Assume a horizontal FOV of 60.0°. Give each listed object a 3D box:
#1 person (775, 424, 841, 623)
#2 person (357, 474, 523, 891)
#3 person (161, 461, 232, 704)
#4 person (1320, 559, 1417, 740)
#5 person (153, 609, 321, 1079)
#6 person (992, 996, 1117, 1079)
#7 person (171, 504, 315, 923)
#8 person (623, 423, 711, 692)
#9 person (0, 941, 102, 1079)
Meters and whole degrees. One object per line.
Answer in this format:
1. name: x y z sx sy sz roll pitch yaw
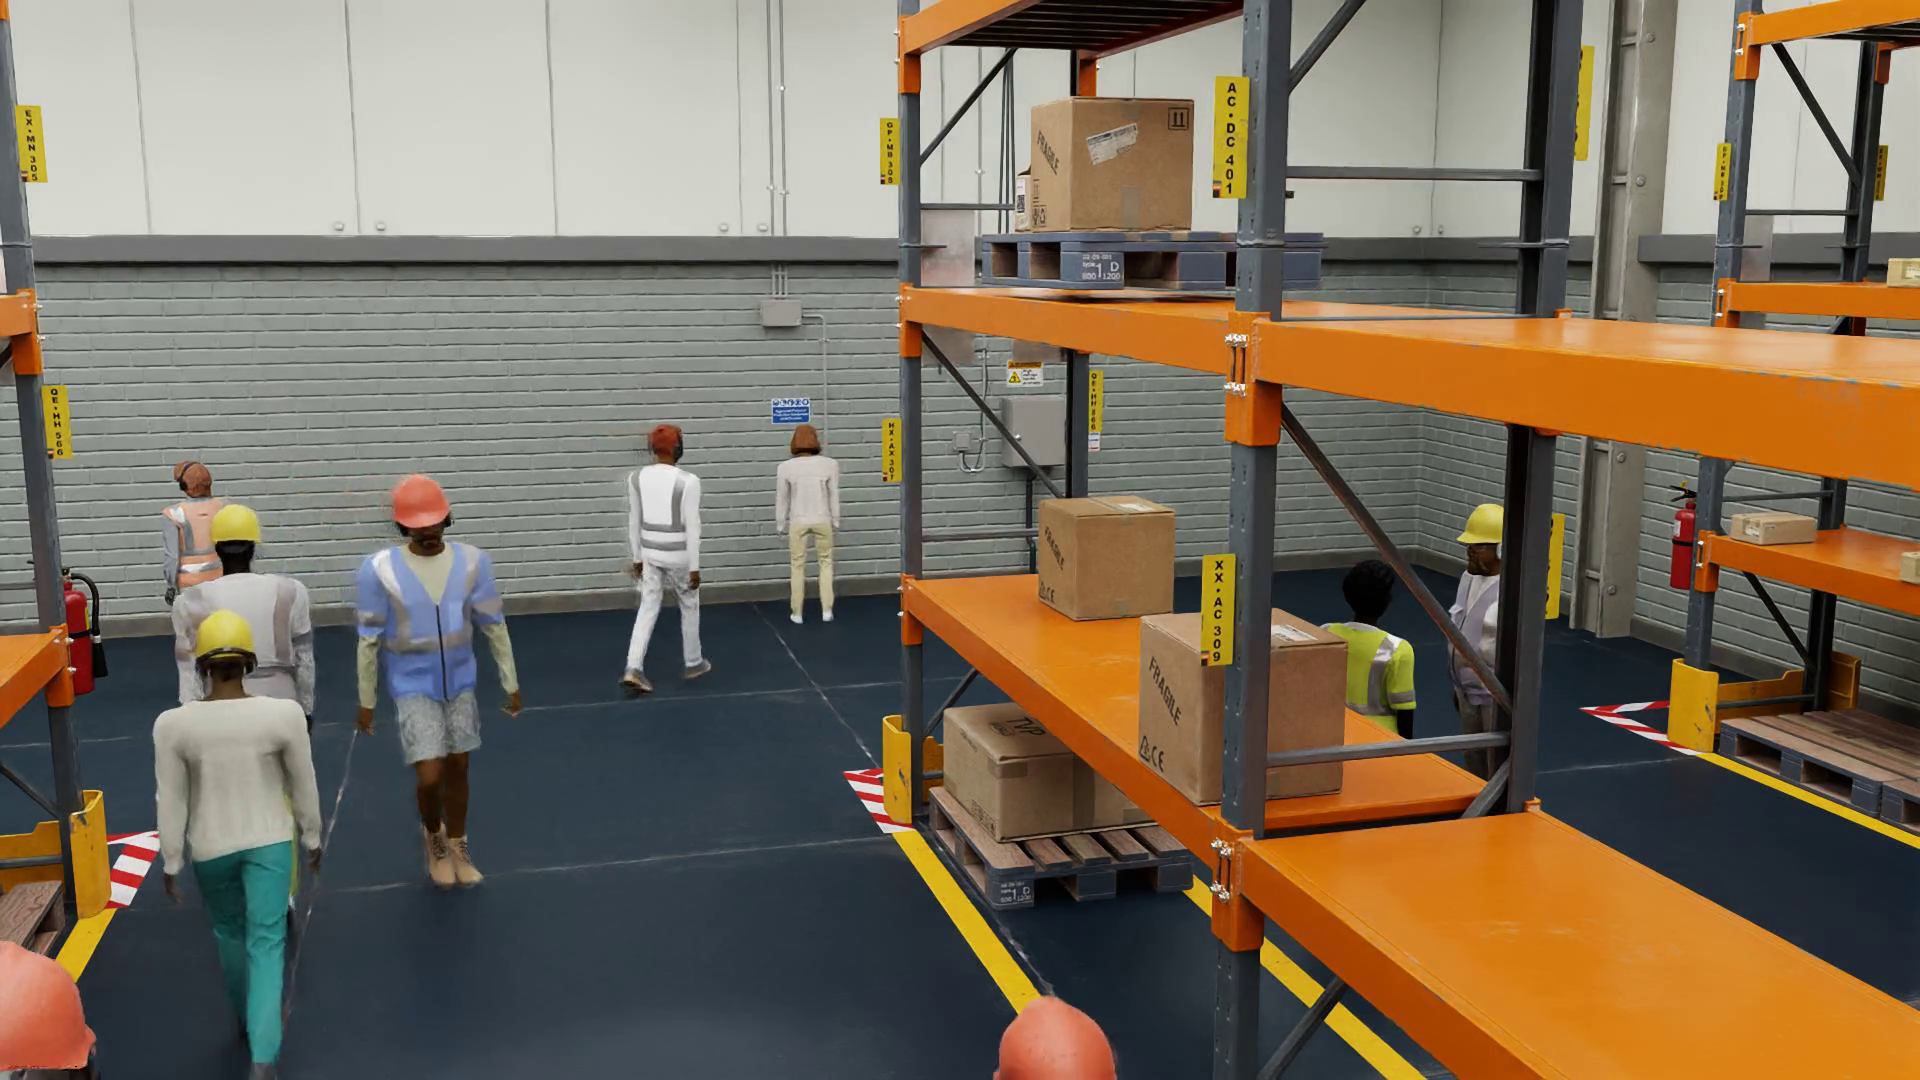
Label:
1. person: -1.226 -0.124 13.464 0.528 1.626 0.309 -1 10 -7
2. person: -2.415 0.680 7.755 0.745 2.014 0.509 -7 12 -36
3. person: -5.036 0.288 11.063 0.307 1.645 0.514 7 12 33
4. person: 1.760 0.922 7.295 0.316 1.695 0.542 -9 14 -42
5. person: -2.635 1.116 6.096 0.541 1.728 0.895 -3 10 -18
6. person: 0.181 1.656 2.998 0.585 1.732 0.405 -3 10 -15
7. person: -3.231 0.786 7.580 0.588 1.887 0.951 -4 11 -23
8. person: -2.047 0.117 11.471 0.584 1.849 0.935 4 11 21
9. person: -1.404 1.591 2.634 0.622 1.985 1.031 -4 11 -19
